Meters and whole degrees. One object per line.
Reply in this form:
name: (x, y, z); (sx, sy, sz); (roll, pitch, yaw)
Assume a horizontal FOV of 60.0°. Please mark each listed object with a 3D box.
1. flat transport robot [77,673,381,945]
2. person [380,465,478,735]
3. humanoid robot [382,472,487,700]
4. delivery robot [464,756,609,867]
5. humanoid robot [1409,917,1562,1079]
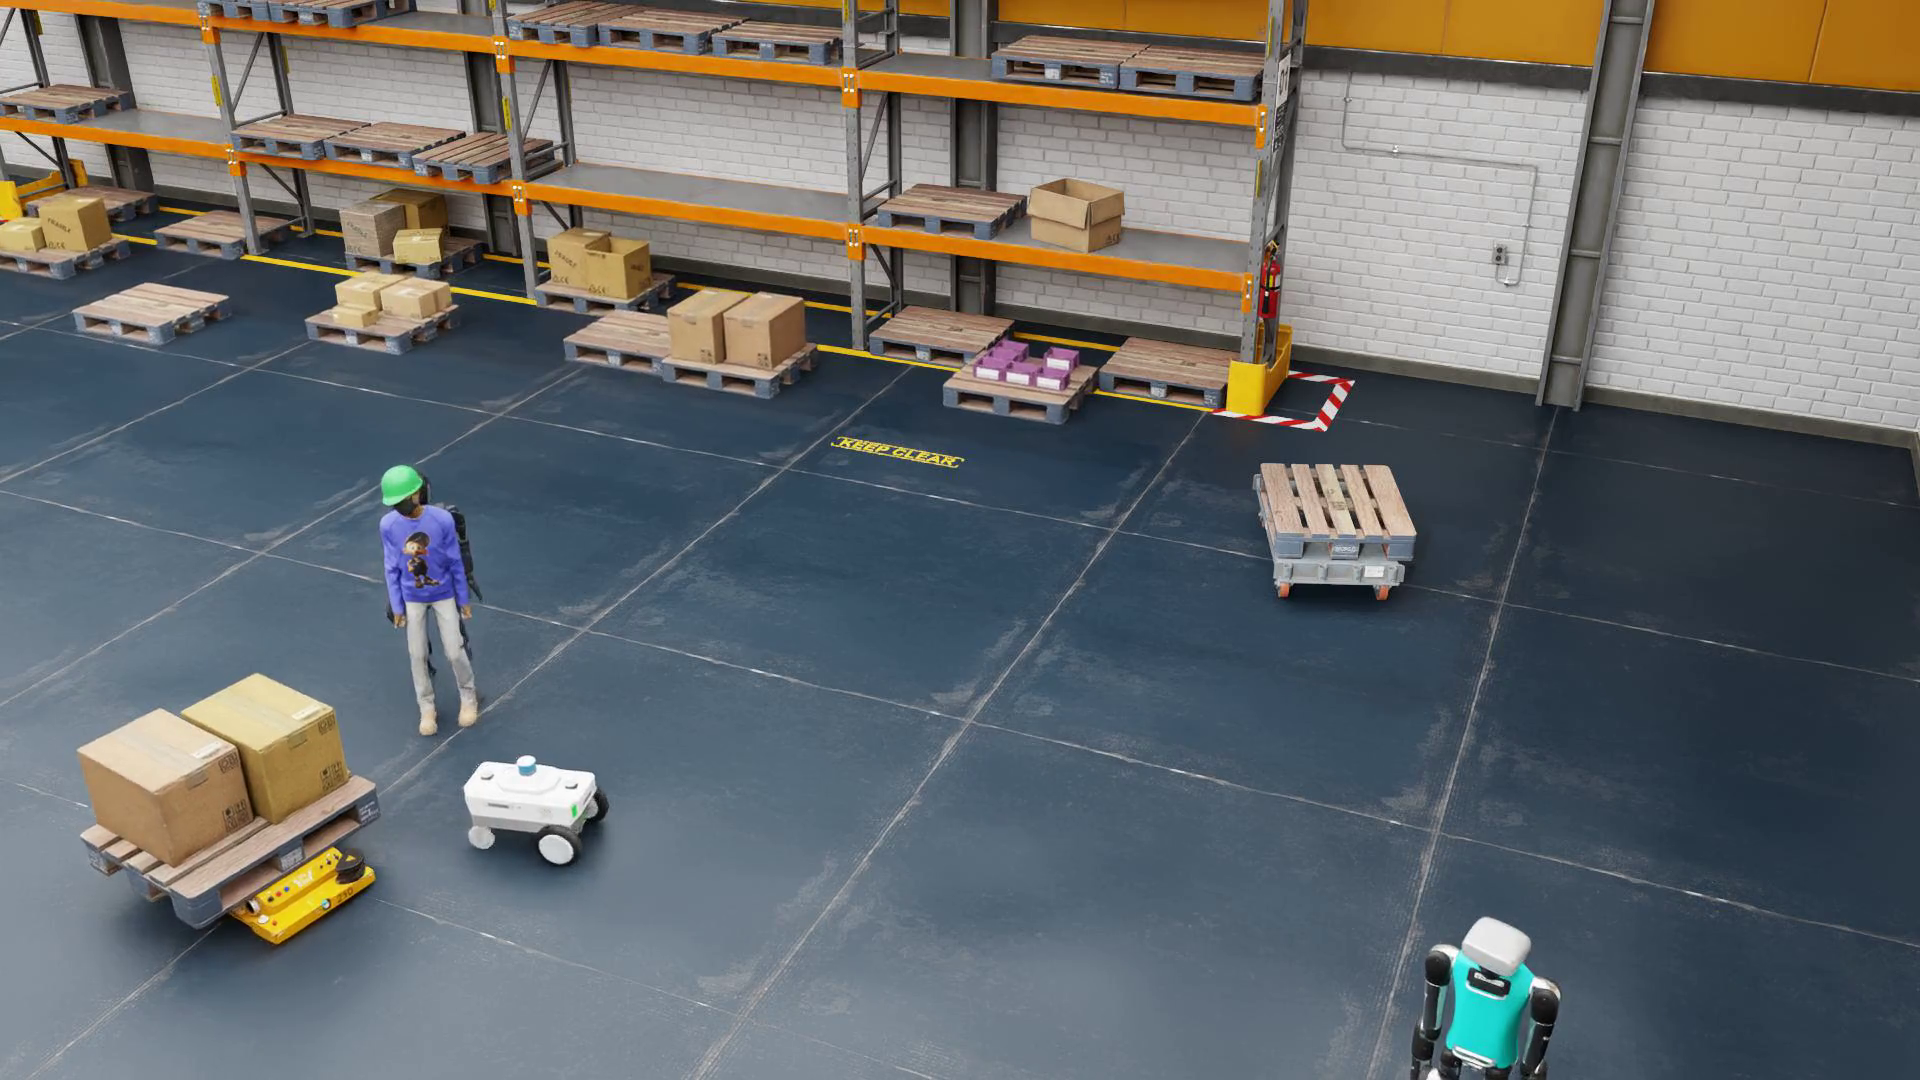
flat transport robot: (-4.067, 1.797, 9.446); (1.431, 0.231, 0.659); (17, 32, 29)
person: (-3.348, 0.369, 10.494); (0.479, 1.855, 0.385); (-4, 28, -7)
humanoid robot: (-3.458, 0.280, 10.882); (0.610, 1.630, 0.580); (-15, 31, -26)
delivery robot: (-2.462, 1.532, 9.653); (0.784, 0.599, 0.499); (5, 28, 9)
humanoid robot: (1.995, 2.401, 6.703); (0.537, 1.797, 0.835); (16, 31, 28)
